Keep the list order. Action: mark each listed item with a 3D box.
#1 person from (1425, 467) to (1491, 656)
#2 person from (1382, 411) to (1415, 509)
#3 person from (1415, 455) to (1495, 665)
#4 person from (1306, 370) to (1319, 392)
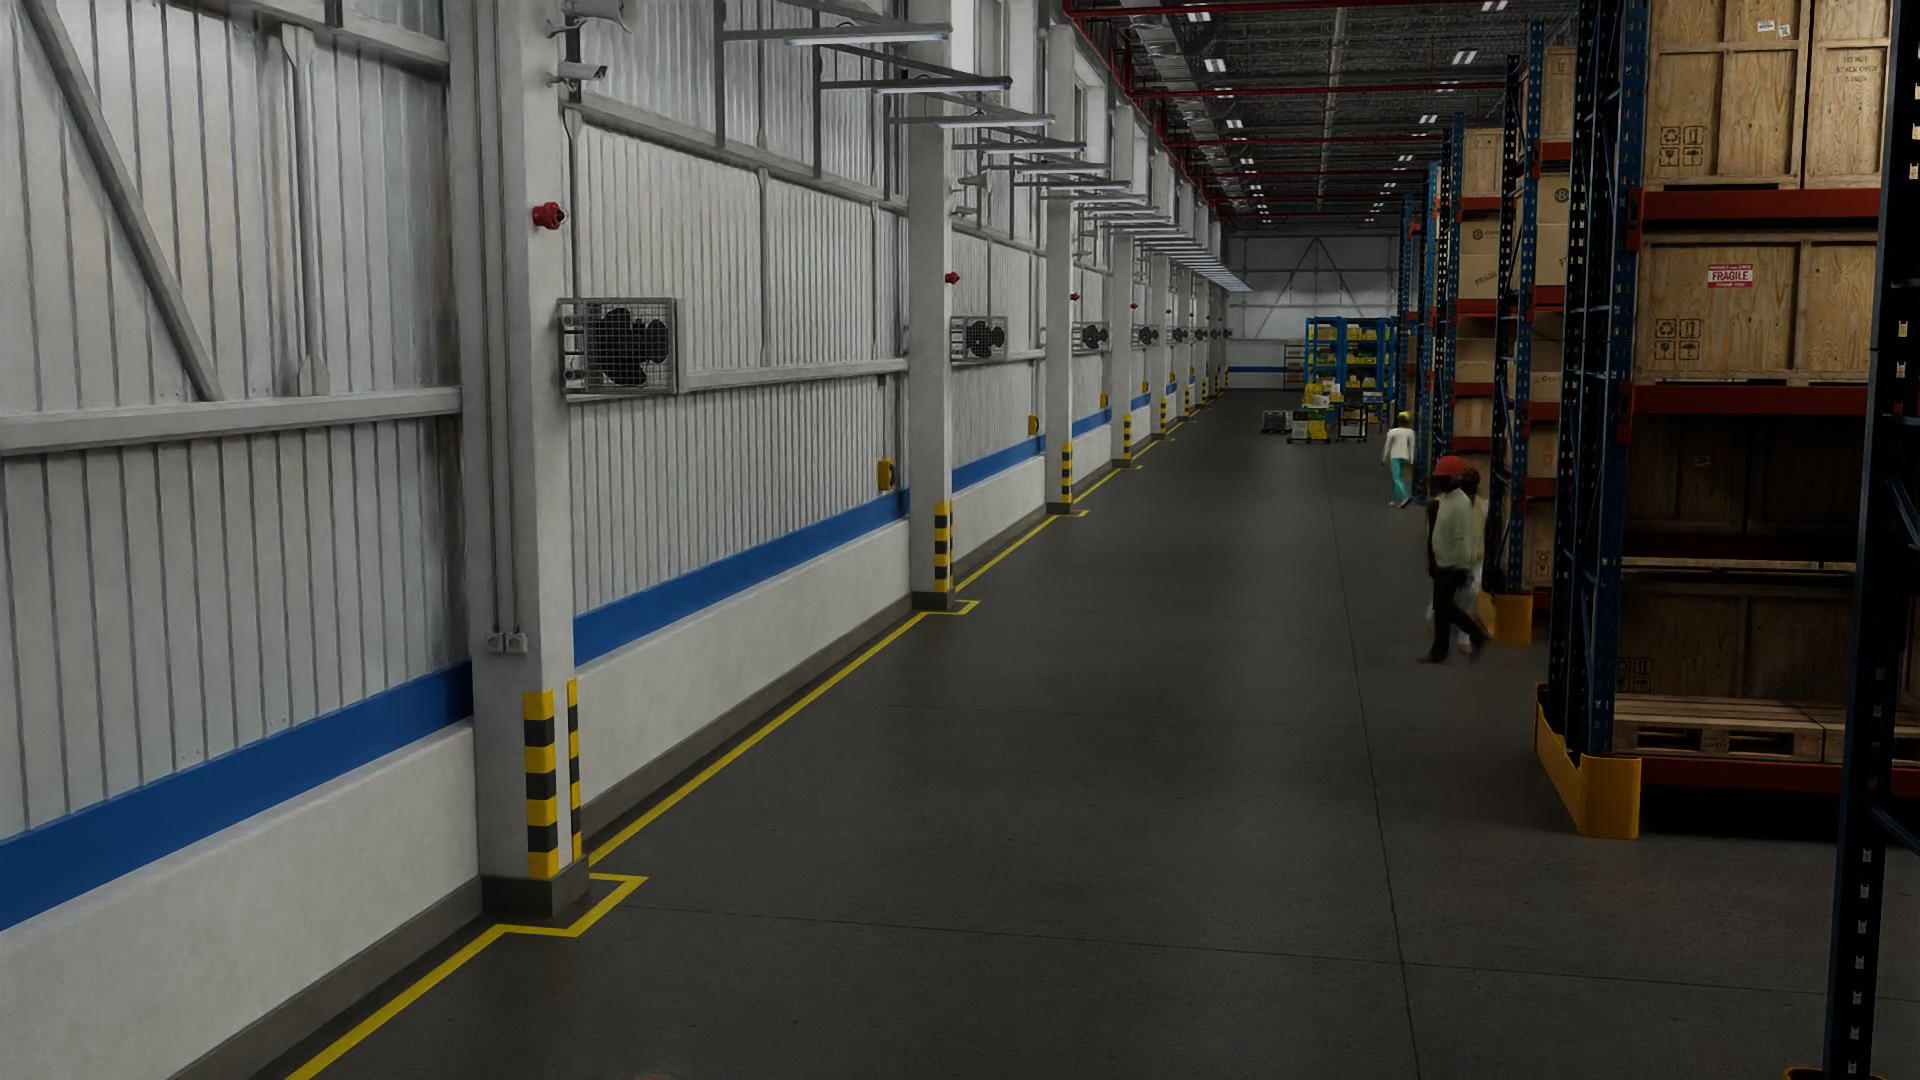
[{"bbox_3d":[4.808,0.189,16.113,0.626,1.816,0.665,-1,7,-7],"label":"person"},{"bbox_3d":[7.796,-1.414,29.362,0.560,1.727,0.835,-2,7,-14],"label":"person"},{"bbox_3d":[4.570,0.200,15.371,0.566,1.978,0.630,0,7,2],"label":"person"},{"bbox_3d":[12.197,-4.987,57.458,0.567,1.836,0.399,-1,7,-7],"label":"person"}]
